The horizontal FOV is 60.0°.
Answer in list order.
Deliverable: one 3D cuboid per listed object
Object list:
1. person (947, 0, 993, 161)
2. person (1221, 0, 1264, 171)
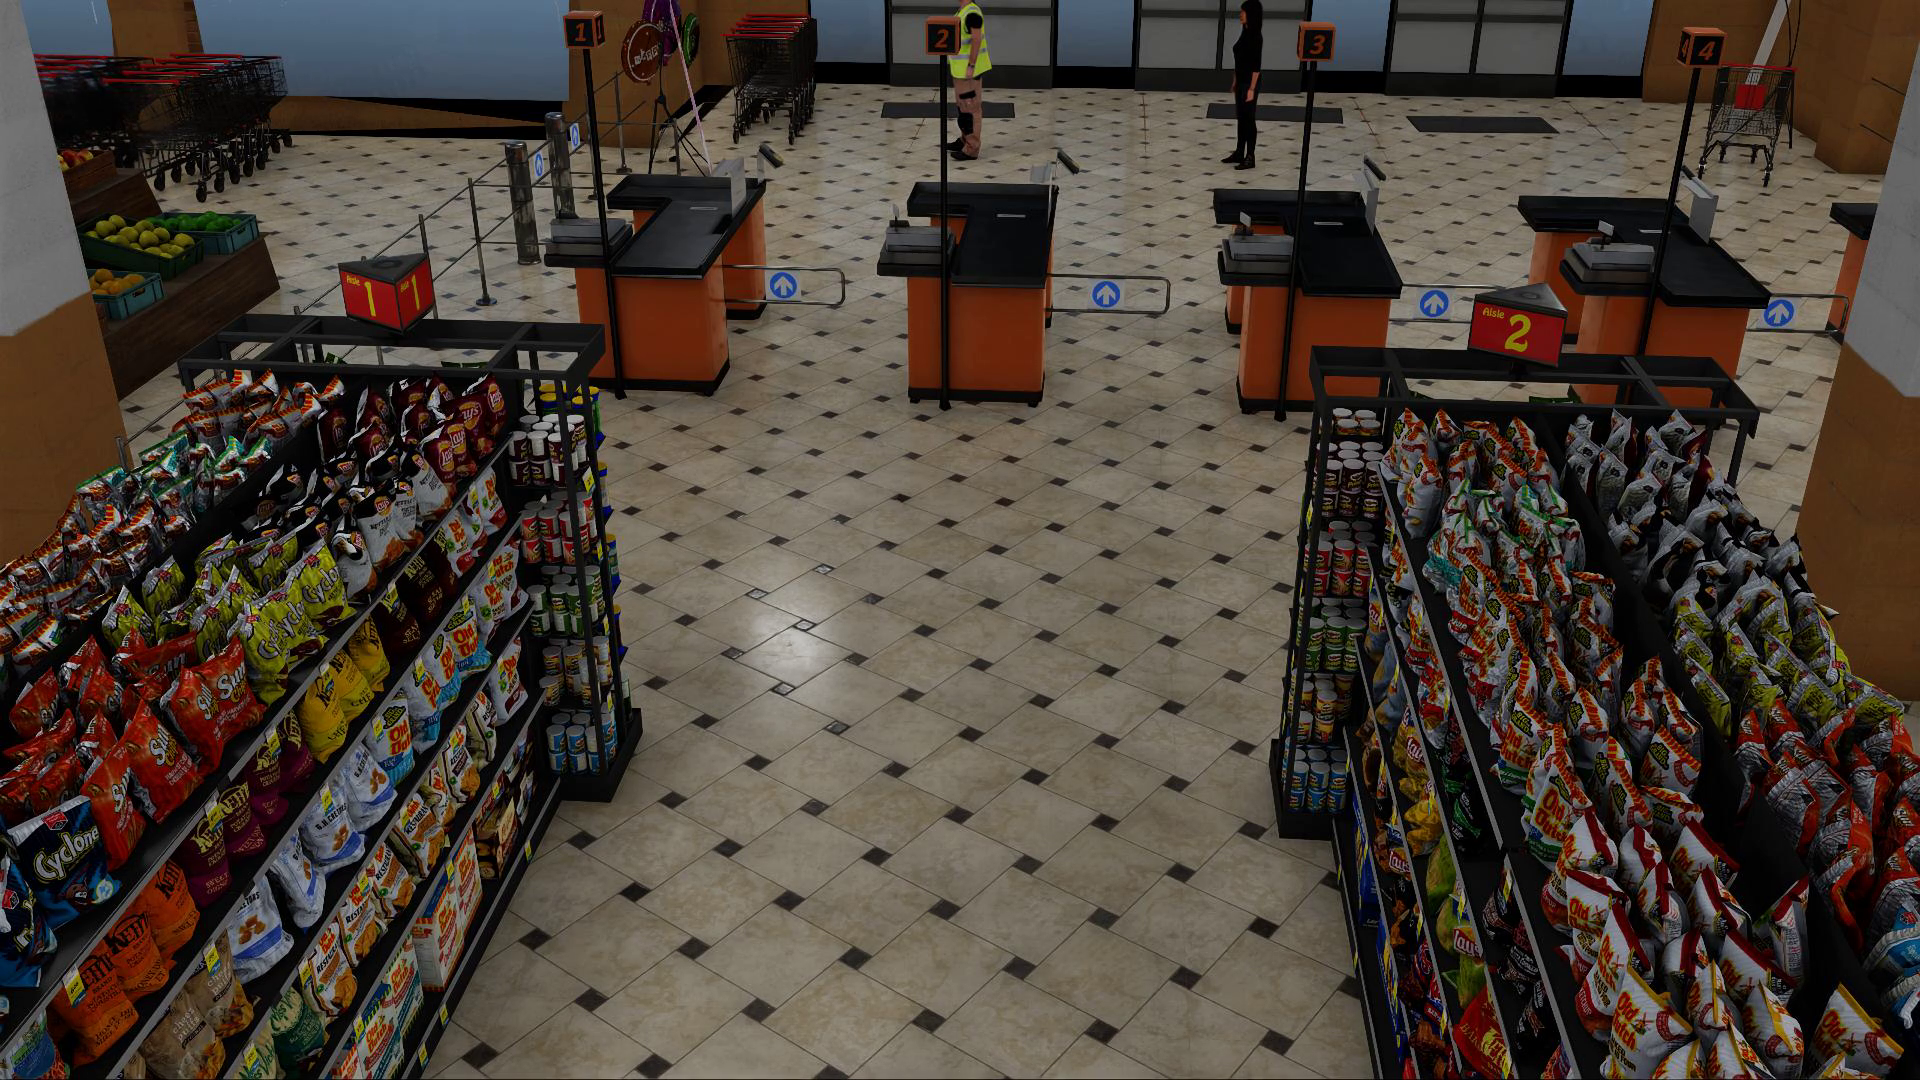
[{"bbox_3d":[0.062,-4.838,16.973,0.832,1.846,0.736,-4,27,-8],"label":"person"},{"bbox_3d":[2.887,-4.571,16.674,0.707,1.642,0.562,-8,28,-15],"label":"person"}]
